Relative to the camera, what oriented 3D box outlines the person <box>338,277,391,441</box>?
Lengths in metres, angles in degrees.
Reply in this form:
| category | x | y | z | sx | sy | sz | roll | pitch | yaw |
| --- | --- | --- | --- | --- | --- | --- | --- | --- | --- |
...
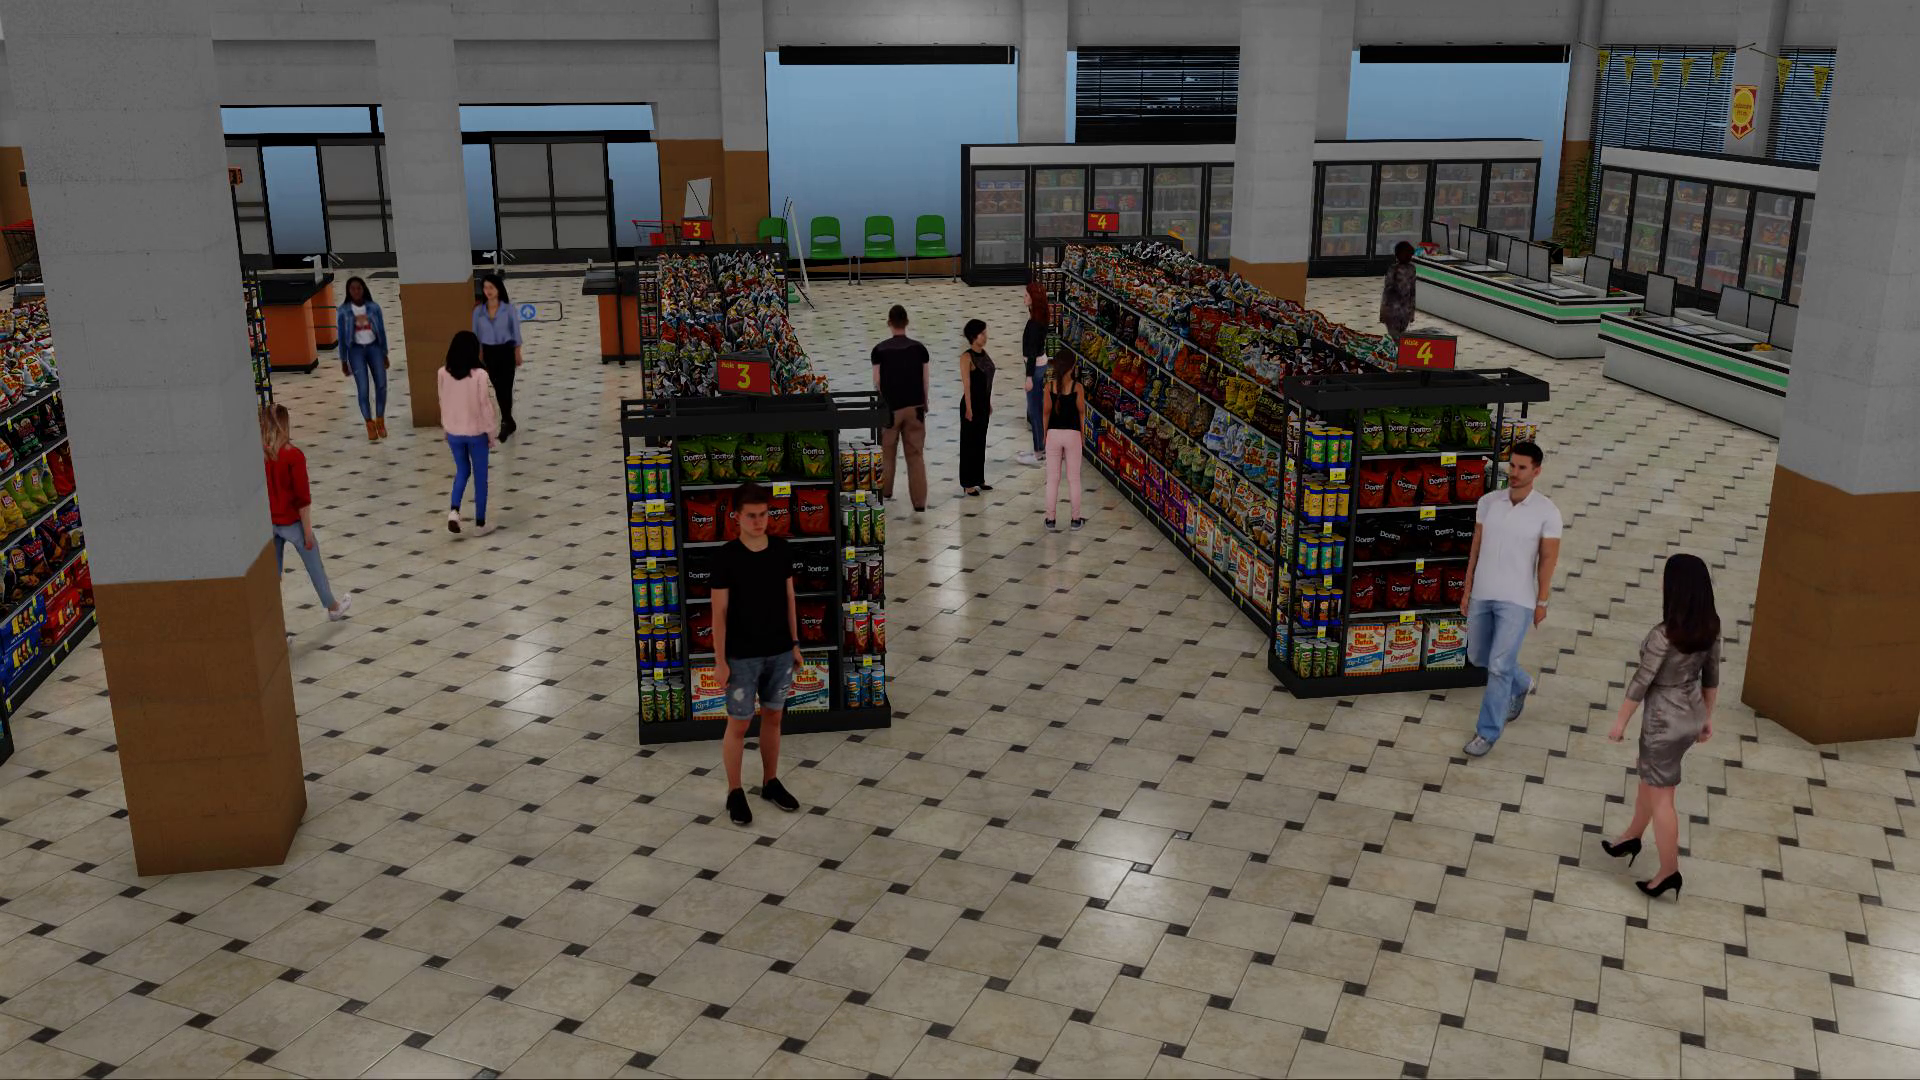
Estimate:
| category | x | y | z | sx | sy | sz | roll | pitch | yaw |
| --- | --- | --- | --- | --- | --- | --- | --- | --- | --- |
| person | -6.201 | -1.899 | 17.323 | 0.705 | 1.702 | 0.705 | -7 | 18 | -23 |

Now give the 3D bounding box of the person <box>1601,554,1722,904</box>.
| category | x | y | z | sx | sy | sz | roll | pitch | yaw |
| --- | --- | --- | --- | --- | --- | --- | --- | --- | --- |
| person | 3.449 | 0.932 | 7.951 | 0.775 | 1.730 | 0.889 | -10 | 20 | -30 |

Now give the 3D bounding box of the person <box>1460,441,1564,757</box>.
| category | x | y | z | sx | sy | sz | roll | pitch | yaw |
| --- | --- | --- | --- | --- | --- | --- | --- | --- | --- |
| person | 3.240 | 0.317 | 9.790 | 1.045 | 1.839 | 1.132 | -13 | 21 | -36 |

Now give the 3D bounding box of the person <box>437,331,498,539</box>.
| category | x | y | z | sx | sy | sz | roll | pitch | yaw |
| --- | --- | --- | --- | --- | --- | --- | --- | --- | --- |
| person | -4.114 | -0.841 | 13.751 | 0.817 | 1.754 | 0.911 | 4 | 17 | 12 |

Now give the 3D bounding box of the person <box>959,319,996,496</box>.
| category | x | y | z | sx | sy | sz | roll | pitch | yaw |
| --- | --- | --- | --- | --- | --- | --- | --- | --- | --- |
| person | 0.139 | -1.221 | 15.278 | 0.710 | 1.593 | 0.634 | 10 | 19 | 29 |

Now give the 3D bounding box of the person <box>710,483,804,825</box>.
| category | x | y | z | sx | sy | sz | roll | pitch | yaw |
| --- | --- | --- | --- | --- | --- | --- | --- | --- | --- |
| person | -1.091 | 0.584 | 8.898 | 0.748 | 1.846 | 0.715 | -12 | 20 | -33 |

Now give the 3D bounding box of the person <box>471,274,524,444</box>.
| category | x | y | z | sx | sy | sz | roll | pitch | yaw |
| --- | --- | --- | --- | --- | --- | --- | --- | --- | --- |
| person | -4.758 | -1.885 | 17.270 | 0.789 | 1.706 | 1.131 | 0 | 17 | -1 |

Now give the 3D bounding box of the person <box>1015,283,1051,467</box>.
| category | x | y | z | sx | sy | sz | roll | pitch | yaw |
| --- | --- | --- | --- | --- | --- | --- | --- | --- | --- |
| person | 0.739 | -1.634 | 16.301 | 0.696 | 1.789 | 0.573 | 3 | 17 | 9 |

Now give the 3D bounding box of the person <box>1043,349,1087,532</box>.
| category | x | y | z | sx | sy | sz | roll | pitch | yaw |
| --- | --- | --- | --- | --- | --- | --- | --- | --- | --- |
| person | 0.883 | -0.856 | 14.123 | 0.588 | 1.565 | 0.593 | 2 | 17 | 8 |

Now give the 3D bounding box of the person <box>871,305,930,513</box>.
| category | x | y | z | sx | sy | sz | roll | pitch | yaw |
| --- | --- | --- | --- | --- | --- | --- | --- | --- | --- |
| person | -0.490 | -1.094 | 14.535 | 0.679 | 1.783 | 1.205 | -3 | 17 | -9 |

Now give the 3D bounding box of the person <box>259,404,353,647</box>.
| category | x | y | z | sx | sy | sz | roll | pitch | yaw |
| --- | --- | --- | --- | --- | --- | --- | --- | --- | --- |
| person | -4.636 | -0.041 | 11.280 | 0.906 | 1.659 | 1.182 | 4 | 17 | 12 |

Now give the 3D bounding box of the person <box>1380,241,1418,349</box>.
| category | x | y | z | sx | sy | sz | roll | pitch | yaw |
| --- | --- | --- | --- | --- | --- | --- | --- | --- | --- |
| person | 5.338 | -2.729 | 20.048 | 0.657 | 1.707 | 0.745 | -6 | 18 | -20 |
